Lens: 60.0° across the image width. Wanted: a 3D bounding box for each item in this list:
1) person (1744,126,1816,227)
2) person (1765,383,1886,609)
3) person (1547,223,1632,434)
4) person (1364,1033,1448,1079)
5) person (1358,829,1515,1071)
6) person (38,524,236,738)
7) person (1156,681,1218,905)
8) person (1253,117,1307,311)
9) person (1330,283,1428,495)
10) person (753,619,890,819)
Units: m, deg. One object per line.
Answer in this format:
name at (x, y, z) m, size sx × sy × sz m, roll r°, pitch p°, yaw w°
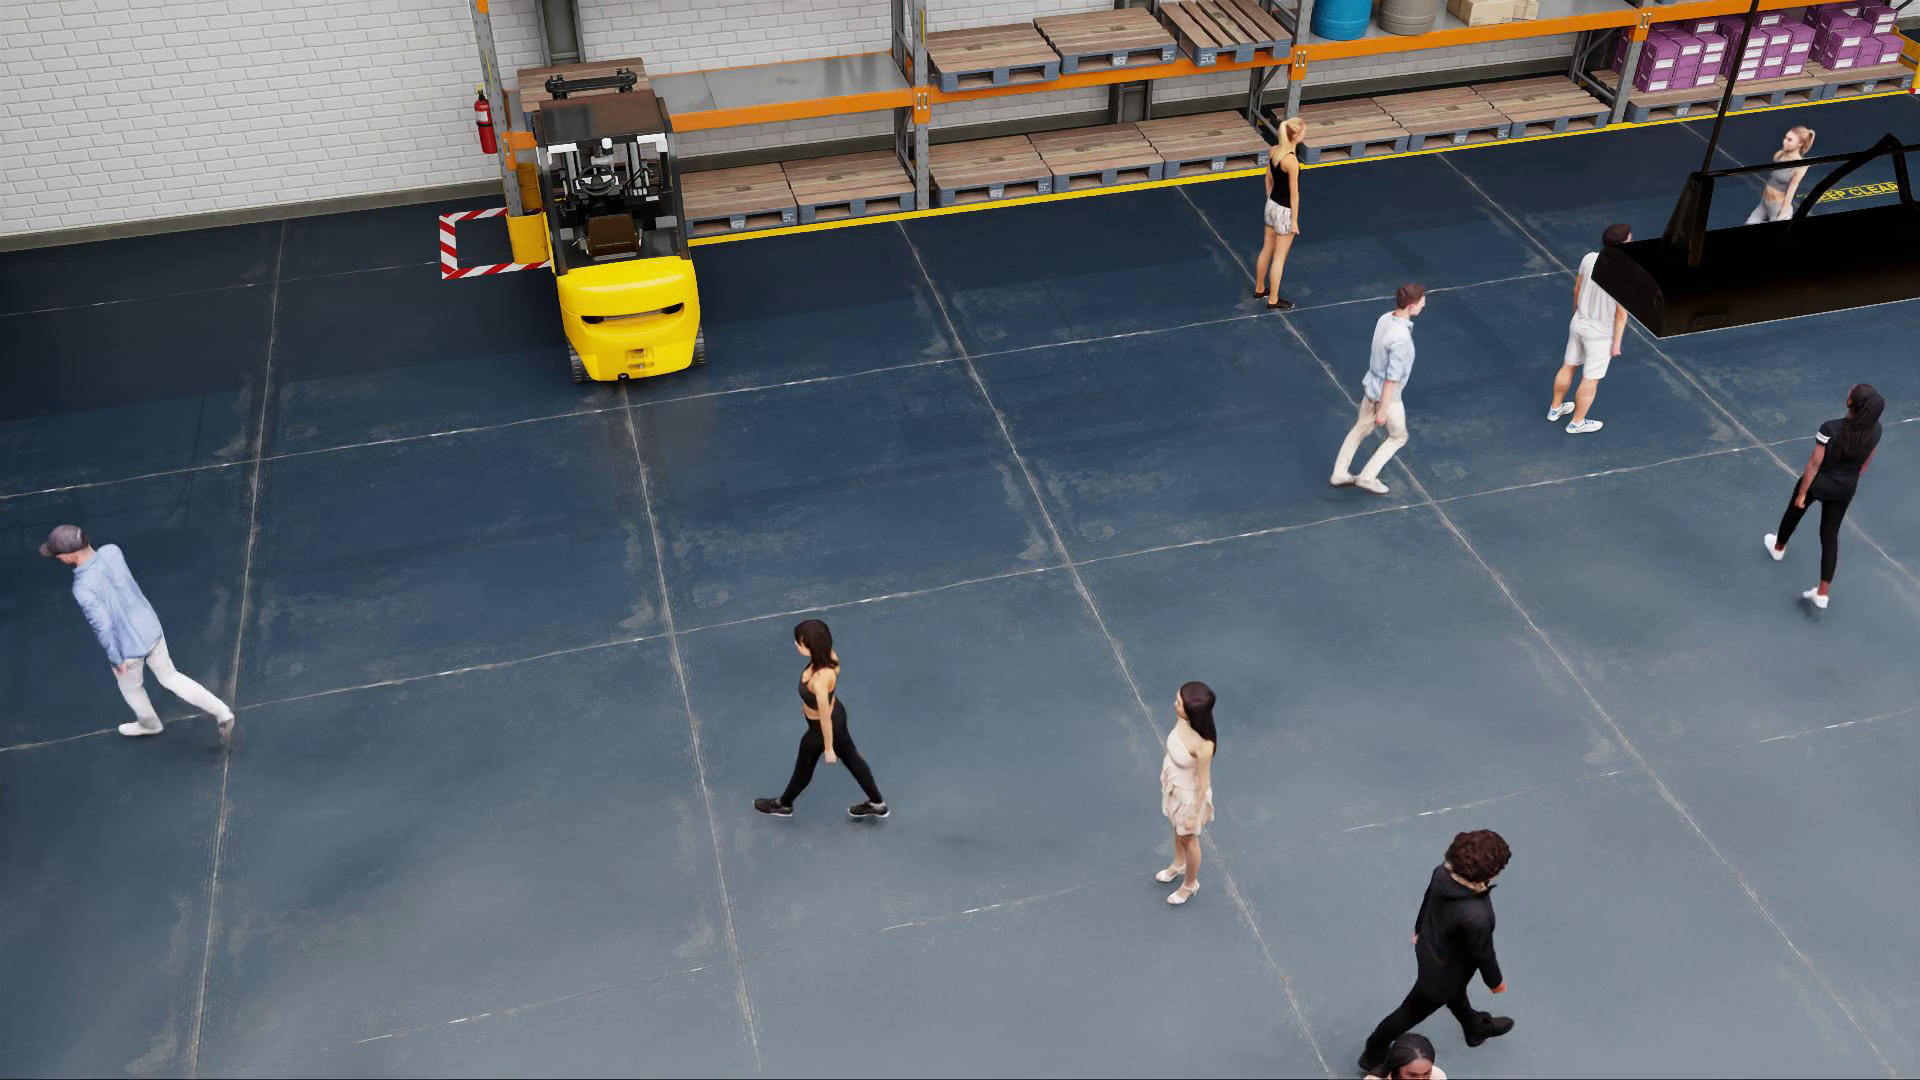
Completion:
person at (7.460, -2.965, 15.117) m, size 0.647 × 1.690 × 0.585 m, roll -13°, pitch 40°, yaw -15°
person at (6.192, -0.305, 11.785) m, size 1.171 × 1.692 × 0.923 m, roll 1°, pitch 39°, yaw 2°
person at (5.111, -1.715, 13.420) m, size 0.638 × 1.855 × 0.730 m, roll -18°, pitch 42°, yaw -21°
person at (1.991, 2.866, 7.791) m, size 0.470 × 1.721 × 0.678 m, roll -11°, pitch 40°, yaw -13°
person at (2.436, 2.201, 8.623) m, size 1.160 × 1.723 × 0.728 m, roll -4°, pitch 39°, yaw -5°
person at (-5.152, 0.620, 10.505) m, size 1.199 × 1.845 × 0.975 m, roll 9°, pitch 40°, yaw 12°
person at (1.311, 1.454, 9.547) m, size 0.533 × 1.737 × 0.572 m, roll -8°, pitch 39°, yaw -10°
person at (2.891, -2.968, 14.997) m, size 0.559 × 1.845 × 0.646 m, roll -15°, pitch 41°, yaw -18°
person at (3.169, -1.117, 12.703) m, size 0.797 × 1.817 × 0.763 m, roll -3°, pitch 39°, yaw -3°
person at (-0.729, 1.136, 10.054) m, size 1.154 × 1.601 × 0.831 m, roll 3°, pitch 39°, yaw 4°
